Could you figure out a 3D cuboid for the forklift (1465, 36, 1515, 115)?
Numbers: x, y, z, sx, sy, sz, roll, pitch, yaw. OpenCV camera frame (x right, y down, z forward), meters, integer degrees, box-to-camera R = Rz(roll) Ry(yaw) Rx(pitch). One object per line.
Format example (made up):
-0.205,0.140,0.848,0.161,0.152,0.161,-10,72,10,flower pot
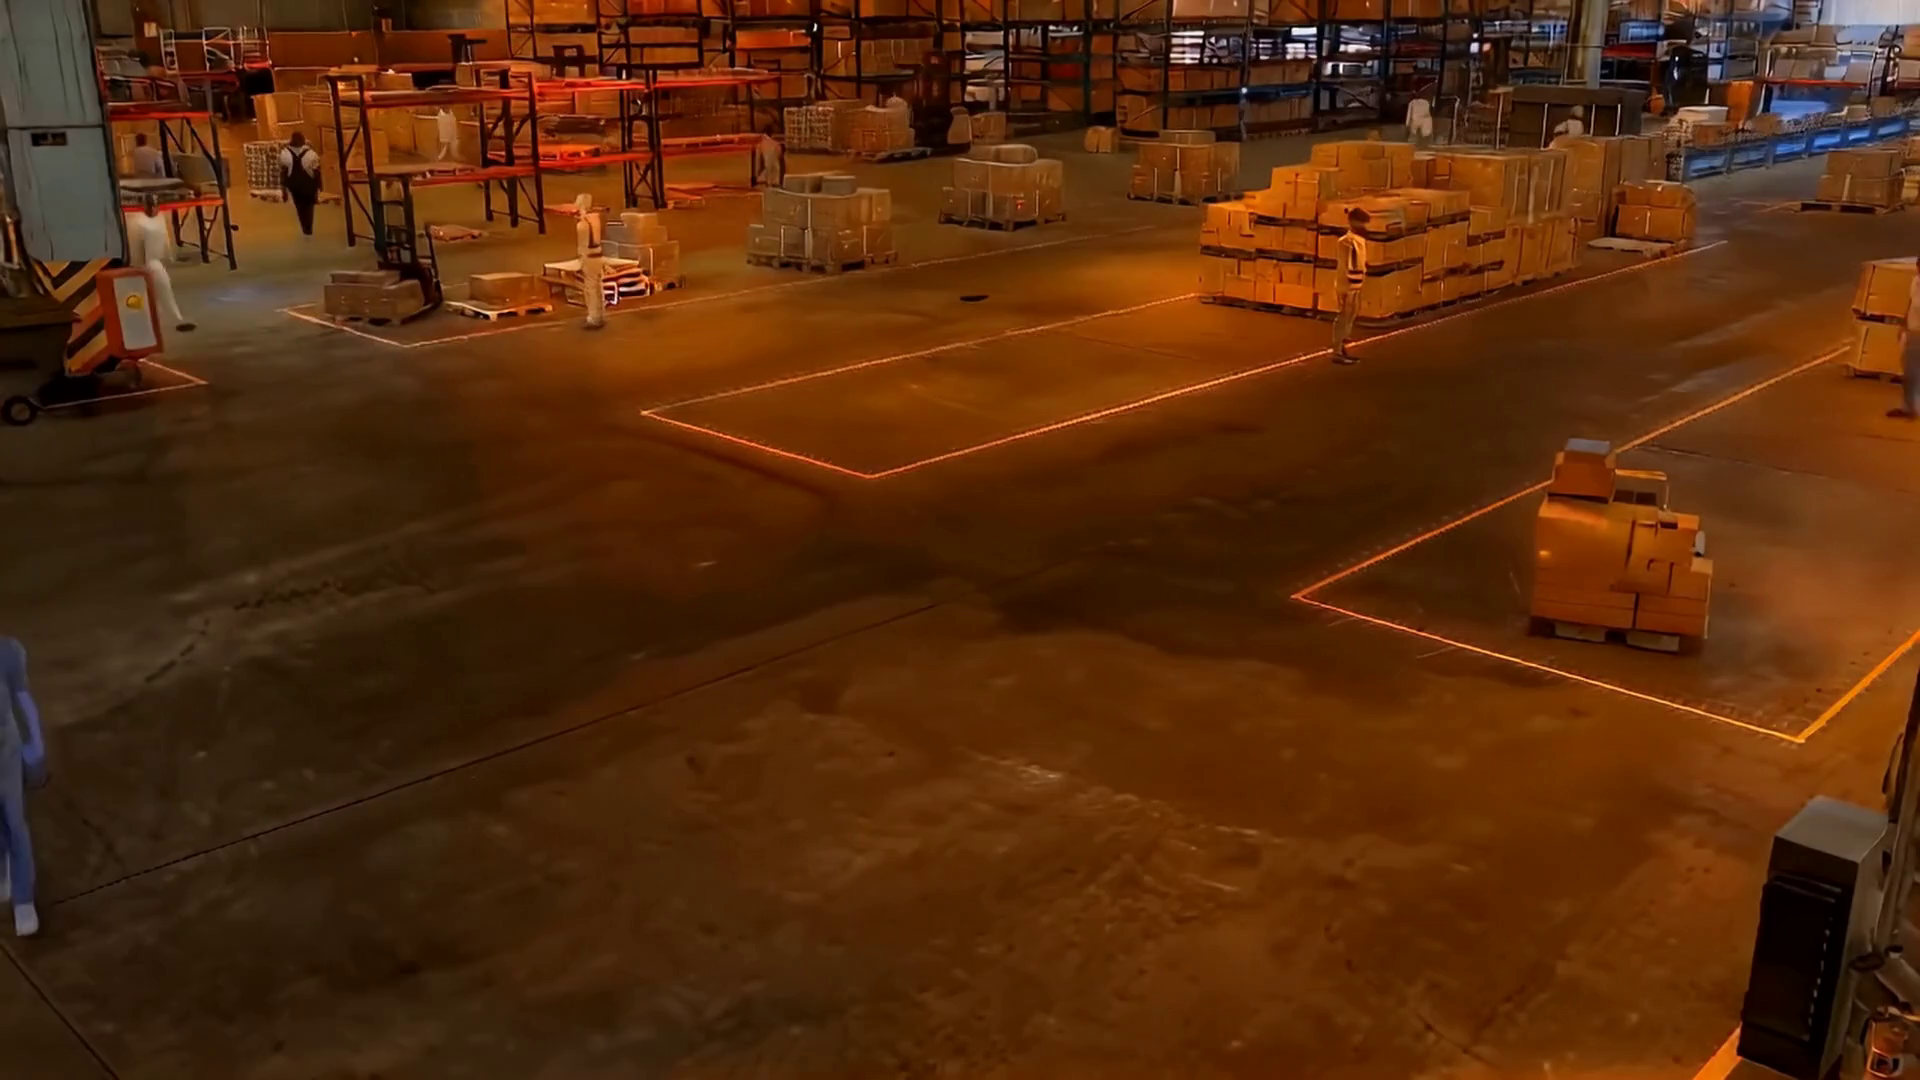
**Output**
19.973,-17.201,61.605,1.873,2.768,1.129,16,24,40,forklift

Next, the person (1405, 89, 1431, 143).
12.668,-11.500,45.989,0.674,1.882,0.407,14,23,37,person

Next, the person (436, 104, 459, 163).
-12.961,-10.176,42.091,0.699,1.826,0.636,8,20,22,person

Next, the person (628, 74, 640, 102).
-11.776,-15.982,59.924,0.523,1.606,0.808,1,18,2,person

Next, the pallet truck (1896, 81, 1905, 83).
34.802,-16.331,61.455,0.653,1.274,1.630,17,25,41,pallet truck

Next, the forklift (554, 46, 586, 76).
-12.071,-13.979,51.899,1.873,2.768,1.129,17,25,41,forklift

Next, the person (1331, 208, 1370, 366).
4.876,-3.173,20.796,0.389,1.949,0.604,12,22,32,person

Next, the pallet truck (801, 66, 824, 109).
-4.812,-15.182,56.903,0.823,1.965,1.885,-9,21,-26,pallet truck

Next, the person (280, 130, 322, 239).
-12.402,-6.719,31.336,0.683,2.000,0.980,-4,19,-11,person

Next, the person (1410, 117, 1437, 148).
9.870,-8.093,35.667,0.618,1.932,0.954,-4,19,-11,person

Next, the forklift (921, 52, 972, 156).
-0.639,-12.331,46.934,1.129,2.768,1.873,17,25,41,forklift

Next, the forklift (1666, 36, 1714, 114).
27.341,-17.291,61.877,1.129,2.768,1.873,17,25,41,forklift

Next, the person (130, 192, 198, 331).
-11.069,-3.824,22.855,1.005,1.896,0.645,4,19,12,person

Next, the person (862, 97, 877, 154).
-2.537,-11.778,47.284,0.536,1.587,0.895,5,19,15,person

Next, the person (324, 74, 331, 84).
-22.077,-15.543,58.514,0.830,1.665,0.529,9,20,25,person

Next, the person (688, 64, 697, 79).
-10.432,-17.817,65.324,0.563,1.672,0.553,-12,22,-32,person

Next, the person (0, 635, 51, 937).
-4.798,1.063,8.187,0.548,1.851,0.460,-8,20,-24,person

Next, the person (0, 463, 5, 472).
-9.626,-1.379,15.581,0.984,1.847,0.585,-5,19,-14,person

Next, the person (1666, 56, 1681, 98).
30.552,-19.832,71.283,0.372,1.753,0.528,-17,25,-42,person

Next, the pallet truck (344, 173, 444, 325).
-8.209,-4.181,23.757,0.823,1.965,1.885,3,19,9,pallet truck

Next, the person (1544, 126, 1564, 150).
11.794,-7.233,33.047,0.552,1.937,0.356,-2,18,-6,person

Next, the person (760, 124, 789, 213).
-3.889,-7.811,34.976,0.518,1.820,0.980,17,25,41,person

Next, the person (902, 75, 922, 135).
-1.536,-13.914,53.282,0.665,1.869,1.070,3,19,9,person

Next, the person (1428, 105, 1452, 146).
11.374,-9.397,39.676,0.694,1.878,0.375,12,22,32,person

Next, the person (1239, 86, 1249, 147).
8.431,-12.634,49.604,0.341,1.757,0.525,8,20,22,person

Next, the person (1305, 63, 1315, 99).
12.584,-16.097,59.687,0.594,1.977,0.630,-13,22,-34,person

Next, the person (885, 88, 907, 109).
-1.771,-11.567,46.131,0.642,1.919,0.569,-3,19,-10,person

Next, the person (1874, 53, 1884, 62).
38.901,-19.662,70.554,0.407,1.902,0.639,-8,20,-23,person

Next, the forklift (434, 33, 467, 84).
-19.731,-18.530,65.609,1.873,2.768,1.129,1,18,4,forklift

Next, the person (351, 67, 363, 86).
-21.170,-15.692,58.626,1.029,1.890,0.561,11,21,29,person

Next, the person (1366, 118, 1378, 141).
9.567,-8.951,38.635,0.547,1.681,0.612,7,20,20,person

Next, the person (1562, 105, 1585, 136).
14.017,-8.859,37.838,0.612,2.008,0.905,-12,22,-33,person

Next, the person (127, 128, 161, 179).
-16.057,-7.135,32.793,0.455,1.908,0.604,17,25,42,person

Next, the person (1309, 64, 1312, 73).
14.217,-18.599,67.802,0.526,1.606,0.456,-5,19,-16,person

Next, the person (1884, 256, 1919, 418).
10.408,-2.231,18.032,0.448,1.899,0.613,-1,18,-2,person

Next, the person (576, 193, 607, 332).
-5.076,-3.803,22.800,0.355,1.883,0.574,5,19,14,person

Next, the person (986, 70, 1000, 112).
1.157,-15.003,56.524,0.553,1.906,0.924,17,25,41,person
